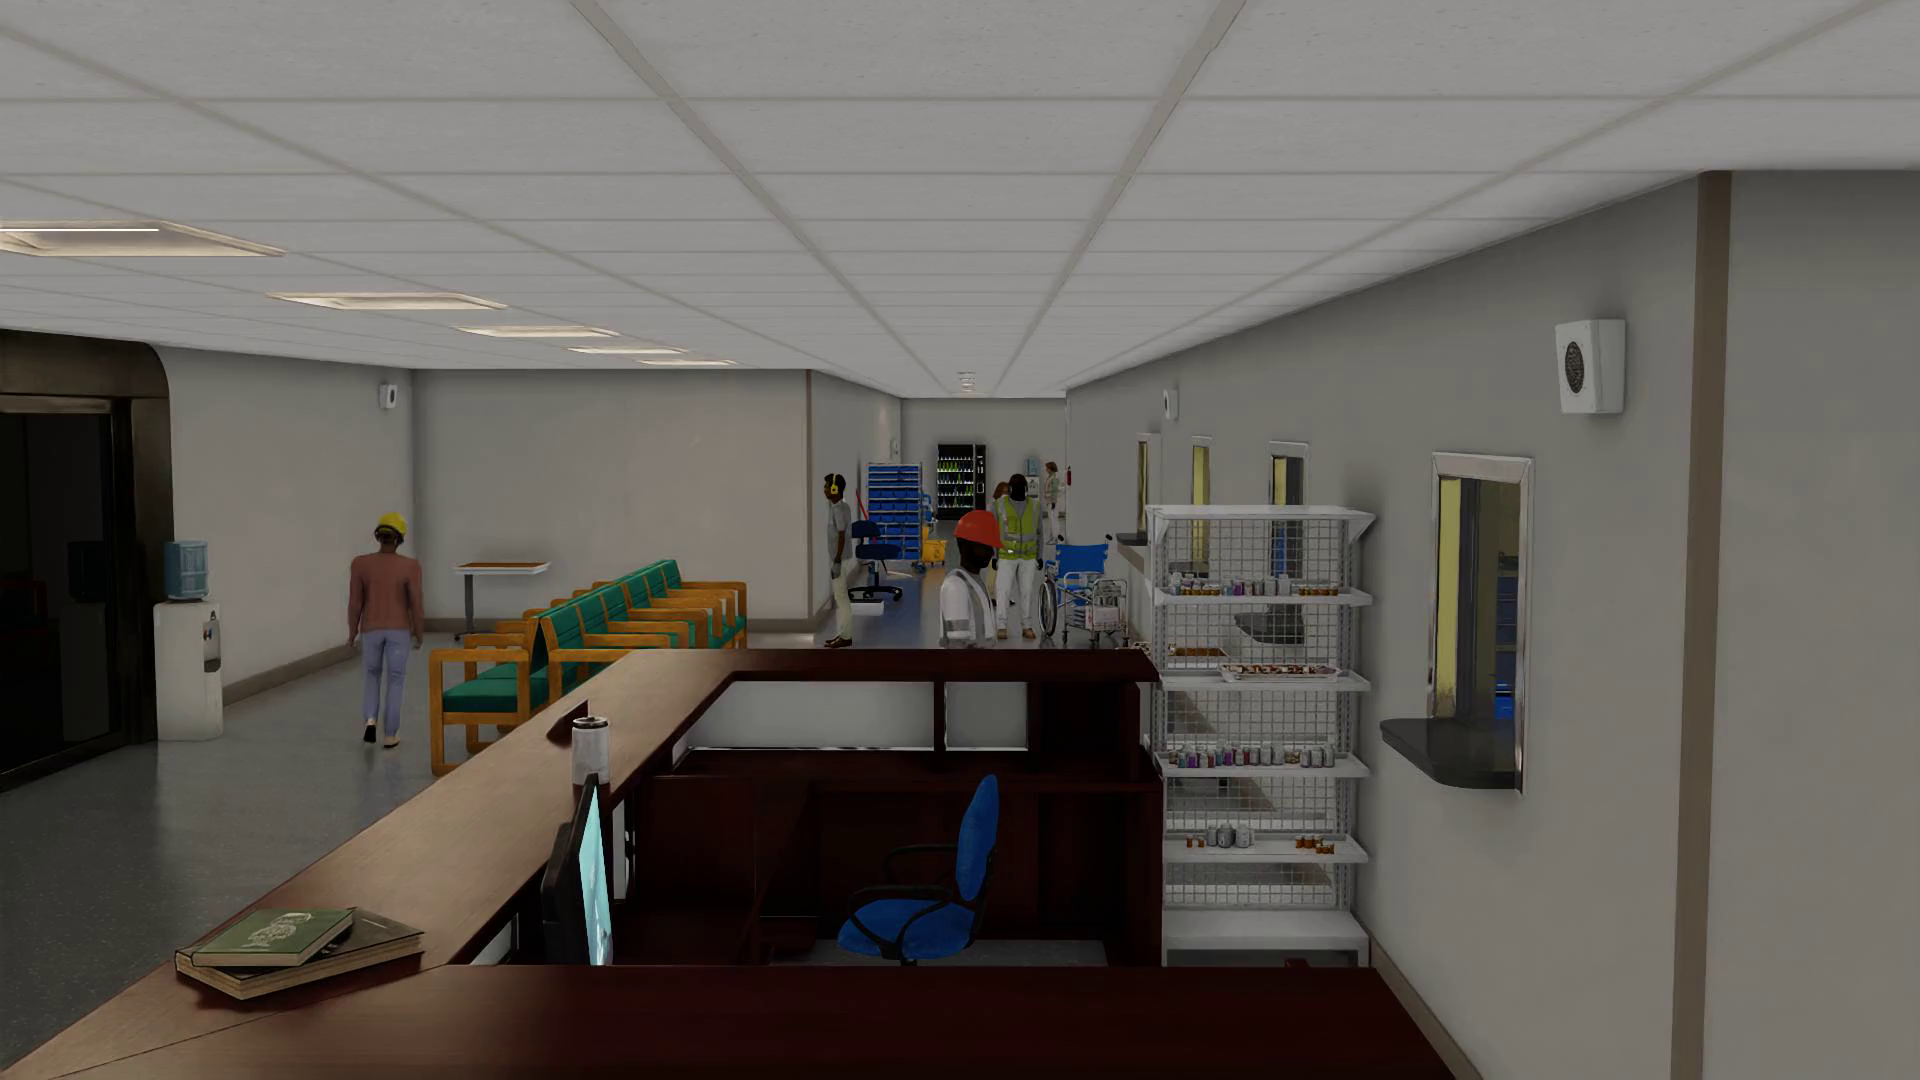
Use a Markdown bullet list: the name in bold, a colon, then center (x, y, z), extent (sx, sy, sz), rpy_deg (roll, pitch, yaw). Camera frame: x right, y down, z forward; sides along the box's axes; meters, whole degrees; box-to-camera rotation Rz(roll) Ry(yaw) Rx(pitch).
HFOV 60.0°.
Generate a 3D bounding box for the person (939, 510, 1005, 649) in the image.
- **person**: center (0.068, 0.796, 9.282), extent (0.375, 1.930, 0.542), rpy_deg (1, 4, 10)

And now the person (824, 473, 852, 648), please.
- **person**: center (-1.303, 0.225, 17.752), extent (0.309, 1.863, 0.534), rpy_deg (0, 4, 0)

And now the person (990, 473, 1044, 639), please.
- **person**: center (0.637, 0.183, 18.487), extent (0.621, 1.845, 0.429), rpy_deg (-1, 4, -11)

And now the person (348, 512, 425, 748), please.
- **person**: center (-4.243, 0.665, 12.341), extent (0.540, 1.744, 0.368), rpy_deg (0, 4, -5)

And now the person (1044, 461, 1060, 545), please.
- **person**: center (1.810, -0.724, 32.624), extent (0.309, 1.640, 0.513), rpy_deg (-1, 4, -10)

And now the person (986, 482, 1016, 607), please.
- **person**: center (0.542, 0.051, 21.776), extent (0.497, 1.633, 0.279), rpy_deg (-4, 5, -41)
